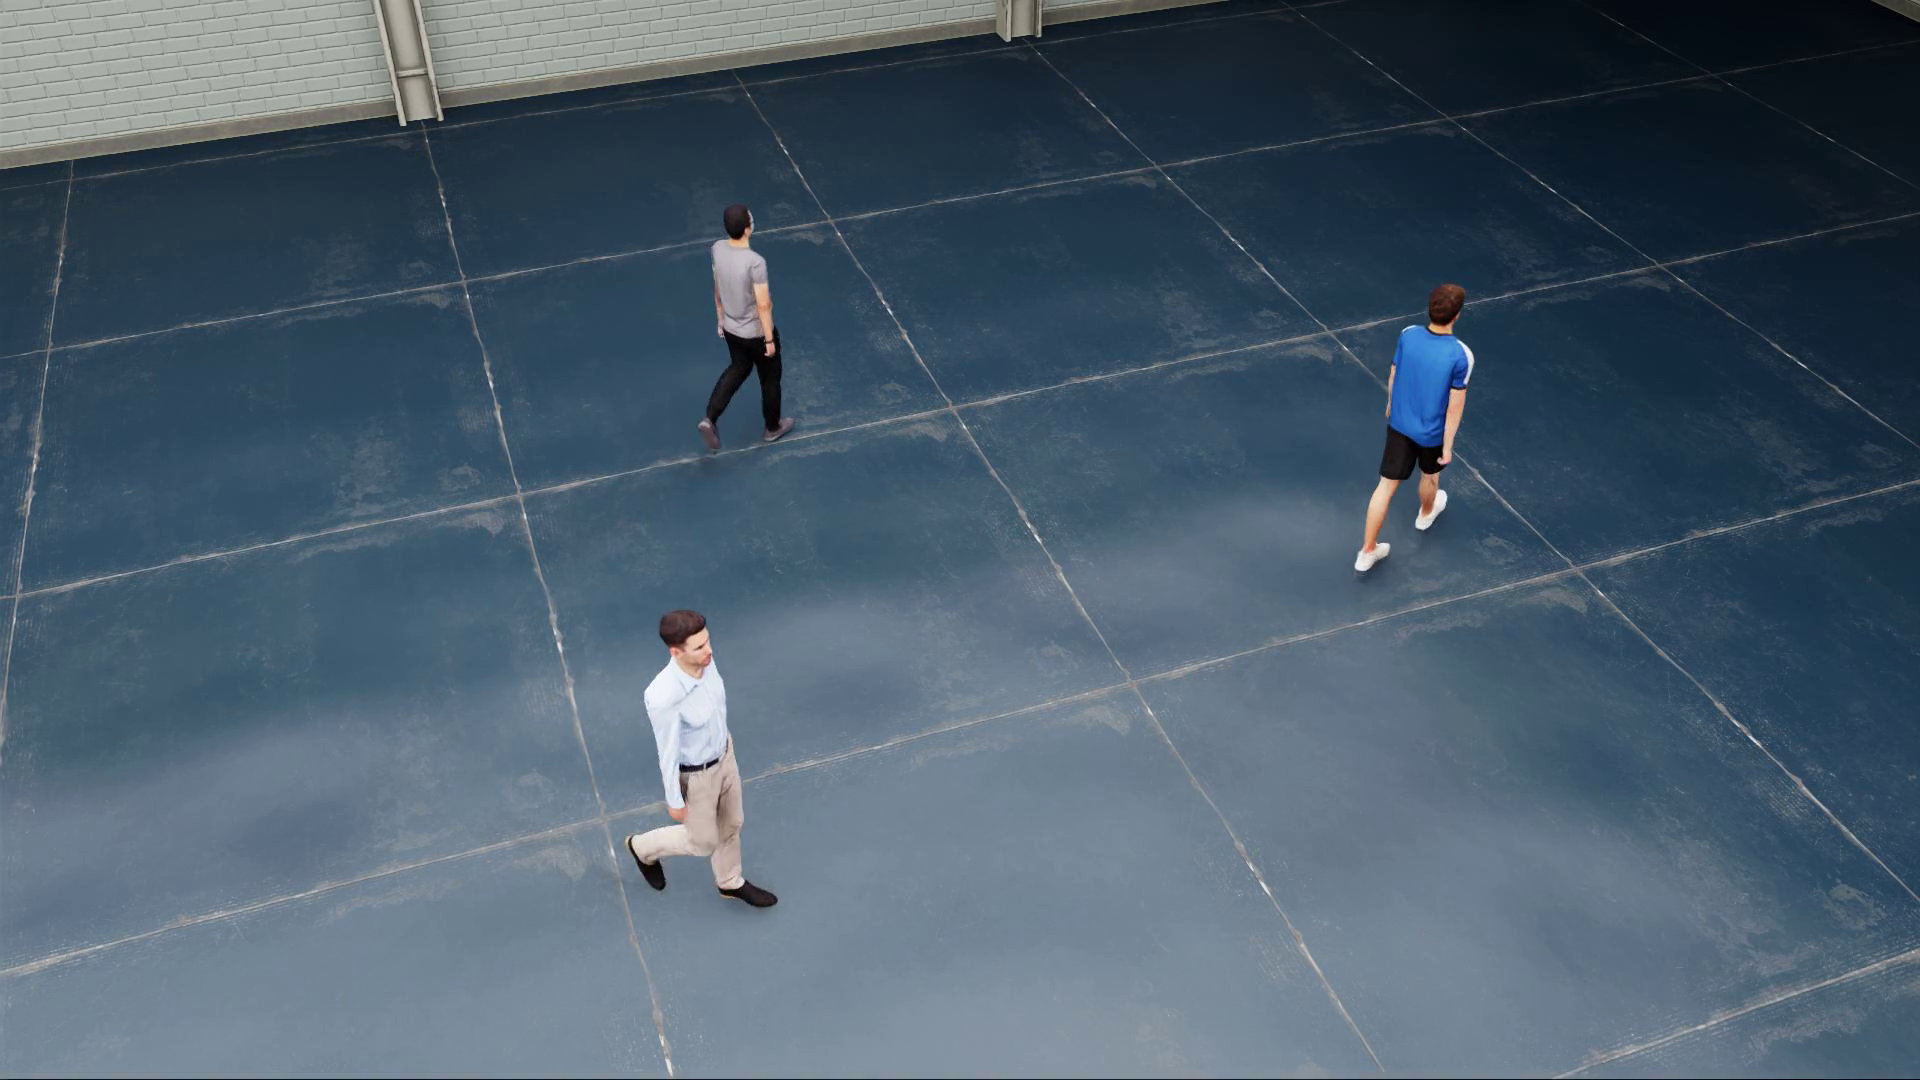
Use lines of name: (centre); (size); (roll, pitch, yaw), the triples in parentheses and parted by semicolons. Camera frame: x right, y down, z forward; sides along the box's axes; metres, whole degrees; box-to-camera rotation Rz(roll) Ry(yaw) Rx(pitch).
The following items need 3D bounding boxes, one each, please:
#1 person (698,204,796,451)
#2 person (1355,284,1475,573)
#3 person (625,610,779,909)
person: (-1.427, -1.331, 10.755); (0.918, 1.735, 1.057); (26, 45, 29)
person: (2.645, -0.623, 9.780); (1.095, 1.822, 1.308); (27, 45, 30)
person: (-1.264, 1.024, 7.673); (1.087, 1.824, 0.988); (12, 40, 15)
